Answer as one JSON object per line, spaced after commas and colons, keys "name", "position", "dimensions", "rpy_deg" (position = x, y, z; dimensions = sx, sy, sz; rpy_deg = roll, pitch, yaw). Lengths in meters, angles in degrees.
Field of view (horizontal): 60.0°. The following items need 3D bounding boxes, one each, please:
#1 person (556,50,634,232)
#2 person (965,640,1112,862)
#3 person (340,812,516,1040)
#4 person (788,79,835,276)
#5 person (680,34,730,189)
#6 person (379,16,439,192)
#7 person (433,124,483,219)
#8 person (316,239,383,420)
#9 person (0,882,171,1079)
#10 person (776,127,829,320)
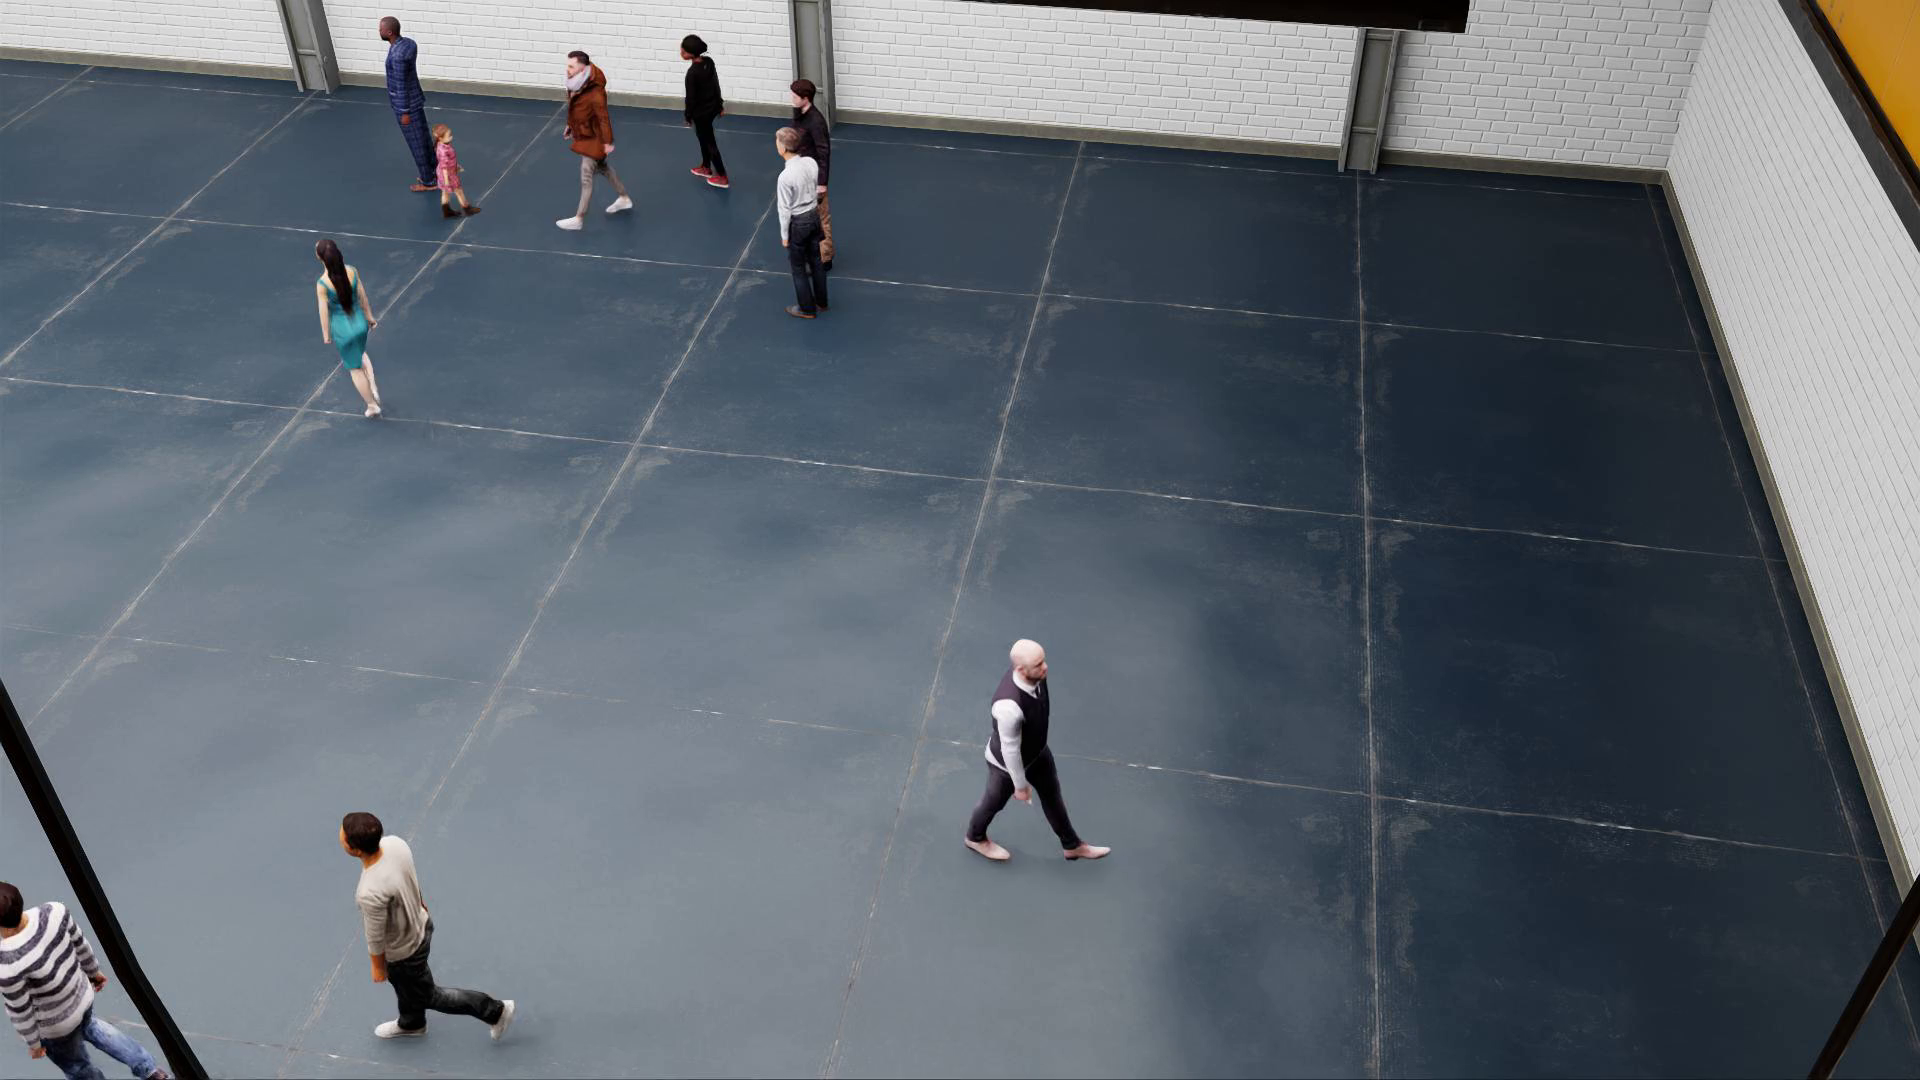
{"name": "person", "position": [-3.560, -3.975, 16.443], "dimensions": [1.231, 1.784, 1.156], "rpy_deg": [-22, 44, -25]}
{"name": "person", "position": [0.258, 1.272, 9.873], "dimensions": [1.200, 1.784, 0.864], "rpy_deg": [14, 41, 16]}
{"name": "person", "position": [-2.858, 2.107, 8.826], "dimensions": [1.107, 1.787, 0.829], "rpy_deg": [-4, 39, -5]}
{"name": "person", "position": [-1.393, -3.435, 15.658], "dimensions": [0.827, 1.921, 0.793], "rpy_deg": [-19, 42, -22]}
{"name": "person", "position": [-2.544, -4.359, 17.038], "dimensions": [0.846, 1.641, 0.756], "rpy_deg": [20, 43, 23]}
{"name": "person", "position": [-5.636, -4.472, 17.038], "dimensions": [0.671, 1.819, 0.711], "rpy_deg": [-3, 39, -3]}
{"name": "person", "position": [-5.203, -3.700, 16.724], "dimensions": [0.672, 1.005, 0.572], "rpy_deg": [-13, 40, -15]}
{"name": "person", "position": [-4.967, -1.696, 13.677], "dimensions": [0.719, 1.675, 0.689], "rpy_deg": [25, 45, 28]}
{"name": "person", "position": [-4.480, 2.381, 8.440], "dimensions": [0.770, 1.840, 0.652], "rpy_deg": [7, 39, 9]}
{"name": "person", "position": [-1.433, -2.859, 15.026], "dimensions": [0.751, 1.809, 0.739], "rpy_deg": [25, 45, 28]}
